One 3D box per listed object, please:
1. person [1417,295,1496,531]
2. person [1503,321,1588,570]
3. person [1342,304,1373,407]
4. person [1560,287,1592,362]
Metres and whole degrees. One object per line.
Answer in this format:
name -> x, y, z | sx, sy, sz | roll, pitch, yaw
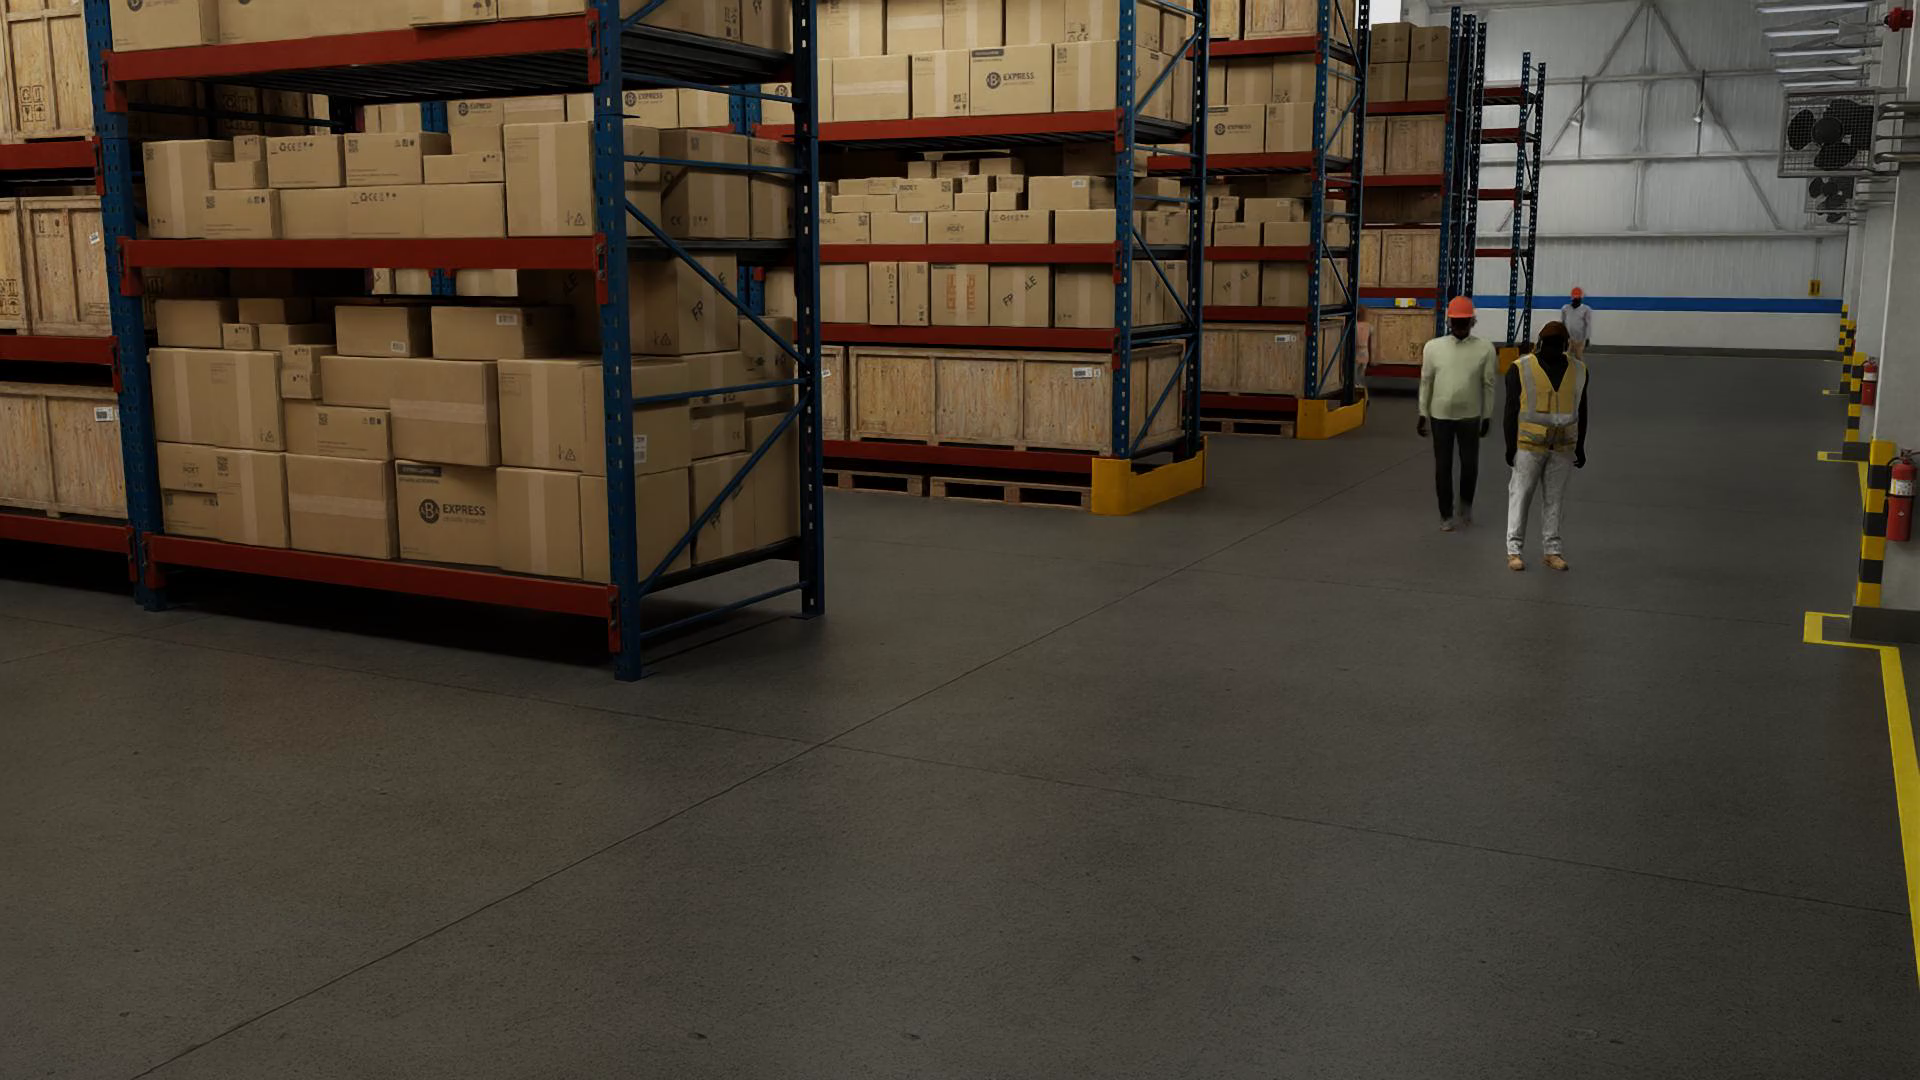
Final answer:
person -> 4.153, -1.055, 13.962 | 0.618, 1.978, 0.428 | 3, 10, 18
person -> 4.310, -0.687, 12.244 | 0.619, 1.839, 0.430 | 0, 10, -1
person -> 5.633, -2.524, 23.496 | 0.524, 1.618, 0.550 | -4, 11, -24
person -> 10.782, -3.572, 29.252 | 0.592, 1.719, 0.725 | 7, 12, 37
